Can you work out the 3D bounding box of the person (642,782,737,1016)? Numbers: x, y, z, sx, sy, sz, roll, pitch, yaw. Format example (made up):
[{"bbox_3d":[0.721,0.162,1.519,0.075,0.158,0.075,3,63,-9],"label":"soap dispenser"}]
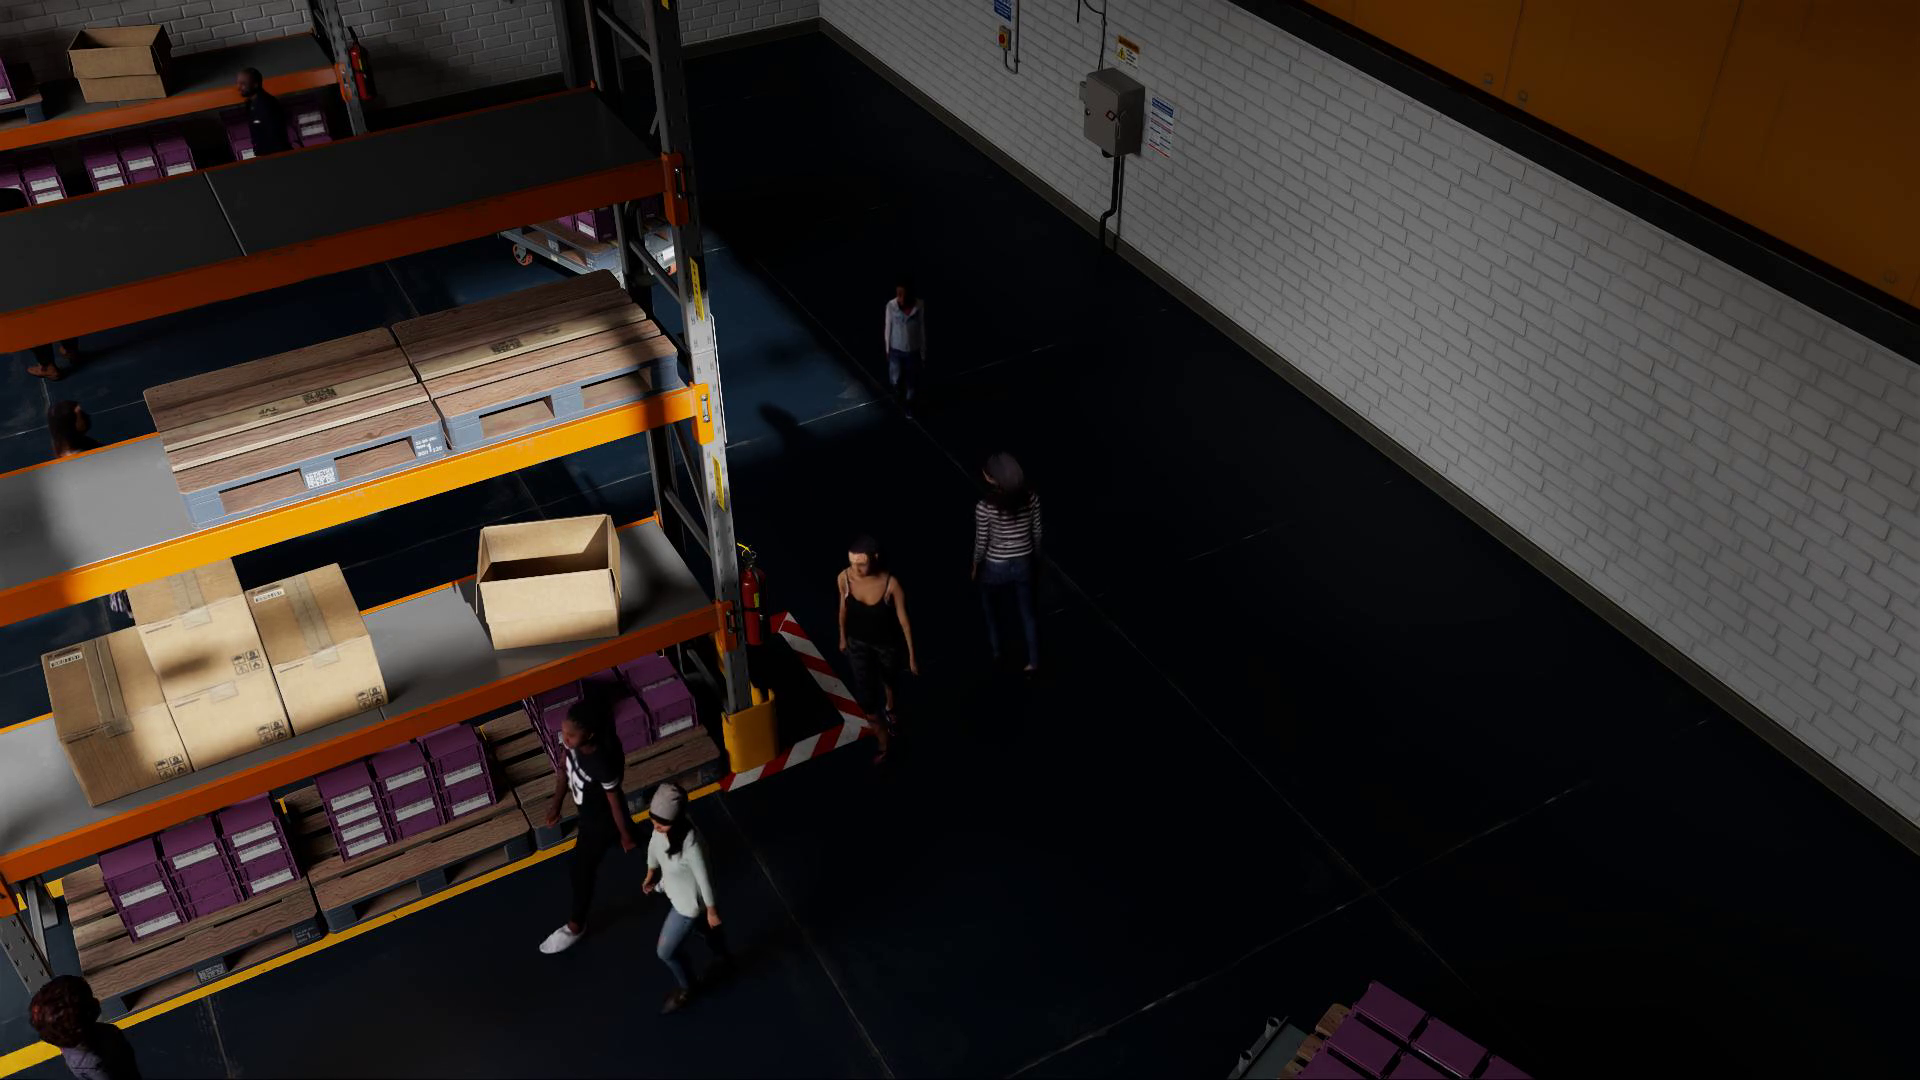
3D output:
[{"bbox_3d":[-1.338,1.793,8.630,0.685,1.632,0.606,-16,41,-20],"label":"person"}]

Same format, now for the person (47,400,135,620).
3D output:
[{"bbox_3d":[-5.750,-0.220,11.113,0.610,1.679,0.677,-21,43,-25],"label":"person"}]

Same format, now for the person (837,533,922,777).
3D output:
[{"bbox_3d":[-0.502,0.576,10.102,0.960,1.696,1.008,4,39,5],"label":"person"}]

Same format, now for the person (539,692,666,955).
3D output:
[{"bbox_3d":[-1.850,1.465,8.999,1.191,1.684,0.620,-20,43,-24],"label":"person"}]

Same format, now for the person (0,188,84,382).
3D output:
[{"bbox_3d":[-7.574,-2.183,13.392,0.855,1.902,0.734,20,43,24],"label":"person"}]

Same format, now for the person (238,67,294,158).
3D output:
[{"bbox_3d":[-6.068,-3.387,14.974,0.683,1.810,0.740,-24,44,-27],"label":"person"}]

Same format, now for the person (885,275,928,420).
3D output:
[{"bbox_3d":[-0.414,-1.568,13.142,0.564,1.254,0.639,0,39,0],"label":"person"}]

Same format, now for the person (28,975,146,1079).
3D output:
[{"bbox_3d":[-3.866,2.633,7.531,1.056,1.691,0.682,-28,46,-30],"label":"person"}]

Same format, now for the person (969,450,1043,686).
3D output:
[{"bbox_3d":[0.308,0.239,10.470,0.626,1.764,0.715,-5,39,-6],"label":"person"}]
